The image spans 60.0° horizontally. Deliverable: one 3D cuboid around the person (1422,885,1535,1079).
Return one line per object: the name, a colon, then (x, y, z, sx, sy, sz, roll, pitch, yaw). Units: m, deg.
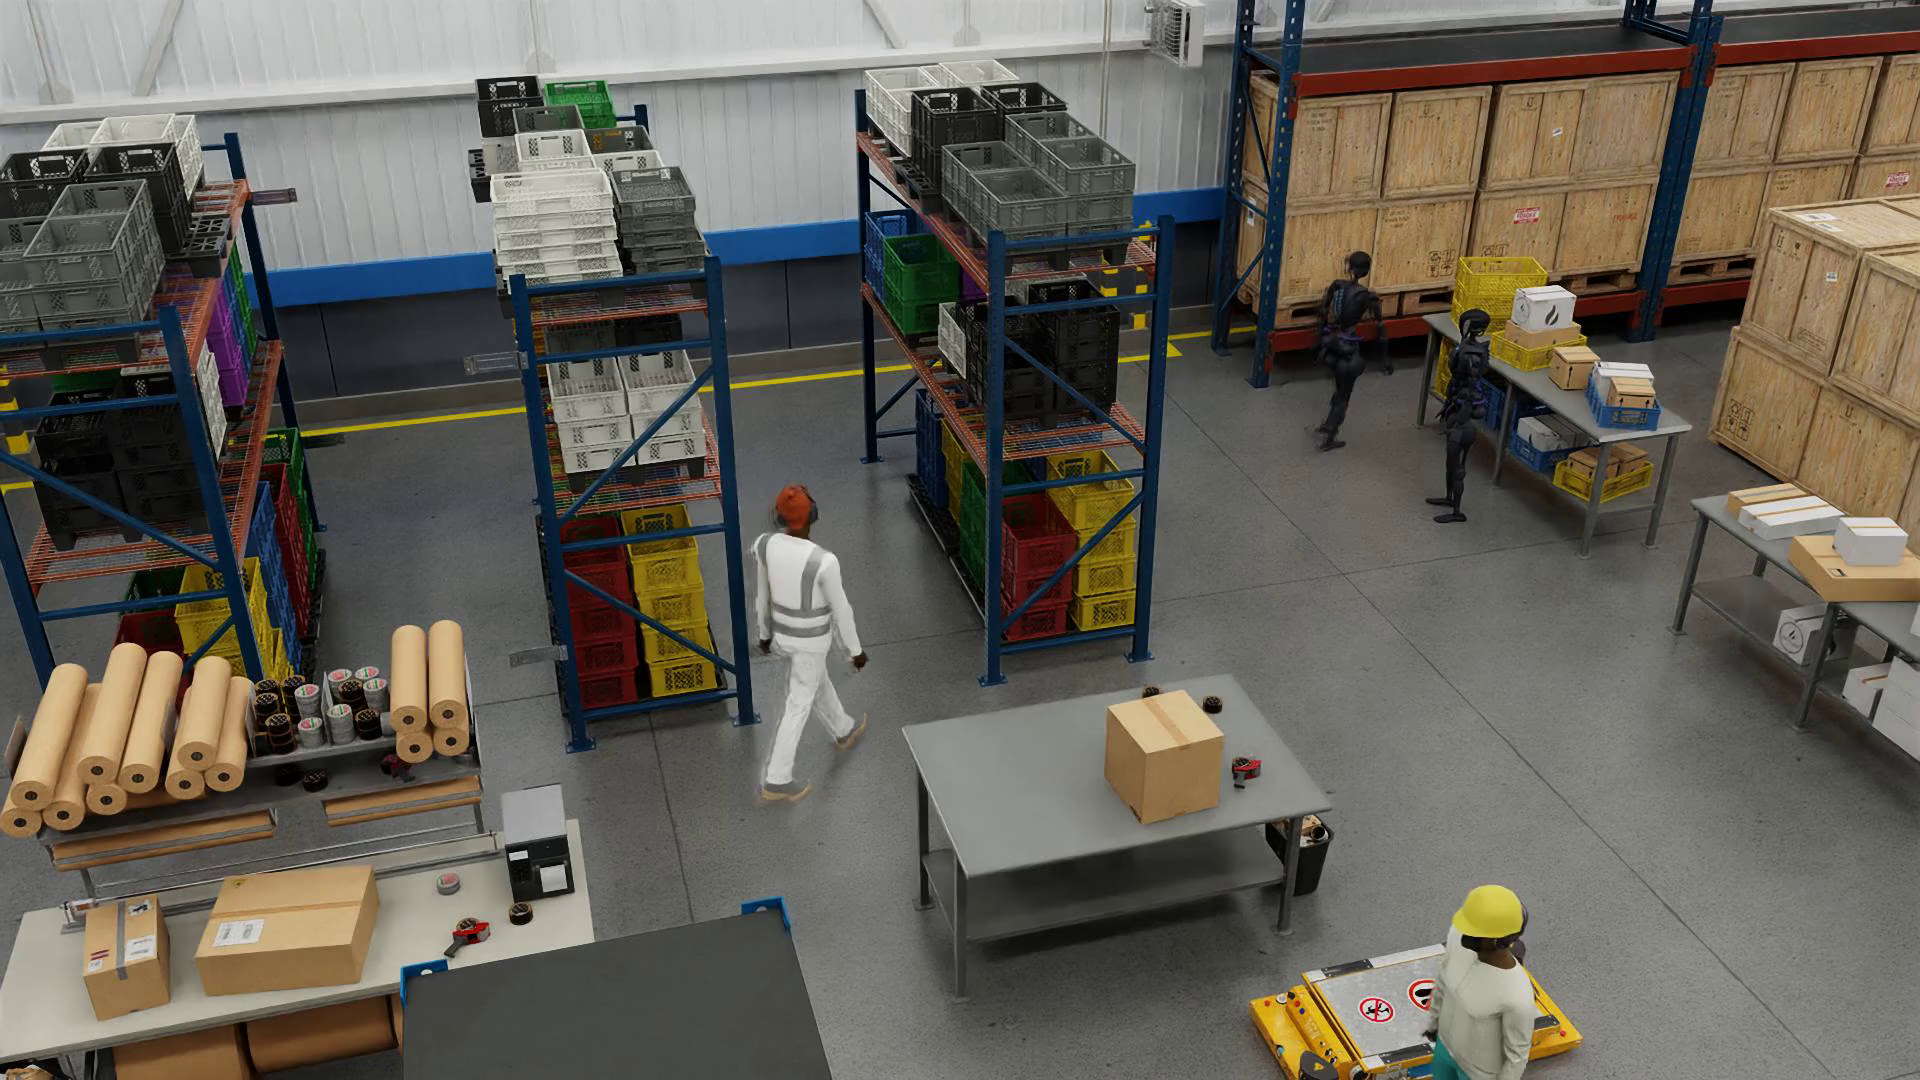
person: (2.064, 2.108, 6.770, 0.329, 1.767, 0.525, -10, 30, -17)

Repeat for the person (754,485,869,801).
person: (-0.889, 0.561, 9.521, 0.637, 1.833, 0.987, 22, 35, 34)

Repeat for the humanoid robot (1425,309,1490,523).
humanoid robot: (3.712, -0.935, 12.386, 0.327, 1.657, 0.589, 2, 29, 3)

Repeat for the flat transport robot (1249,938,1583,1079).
flat transport robot: (2.184, 2.282, 7.980, 1.431, 0.197, 0.652, -8, 30, -14)

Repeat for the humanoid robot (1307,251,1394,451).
humanoid robot: (3.175, -1.548, 13.519, 0.582, 1.639, 0.592, -16, 33, -27)
